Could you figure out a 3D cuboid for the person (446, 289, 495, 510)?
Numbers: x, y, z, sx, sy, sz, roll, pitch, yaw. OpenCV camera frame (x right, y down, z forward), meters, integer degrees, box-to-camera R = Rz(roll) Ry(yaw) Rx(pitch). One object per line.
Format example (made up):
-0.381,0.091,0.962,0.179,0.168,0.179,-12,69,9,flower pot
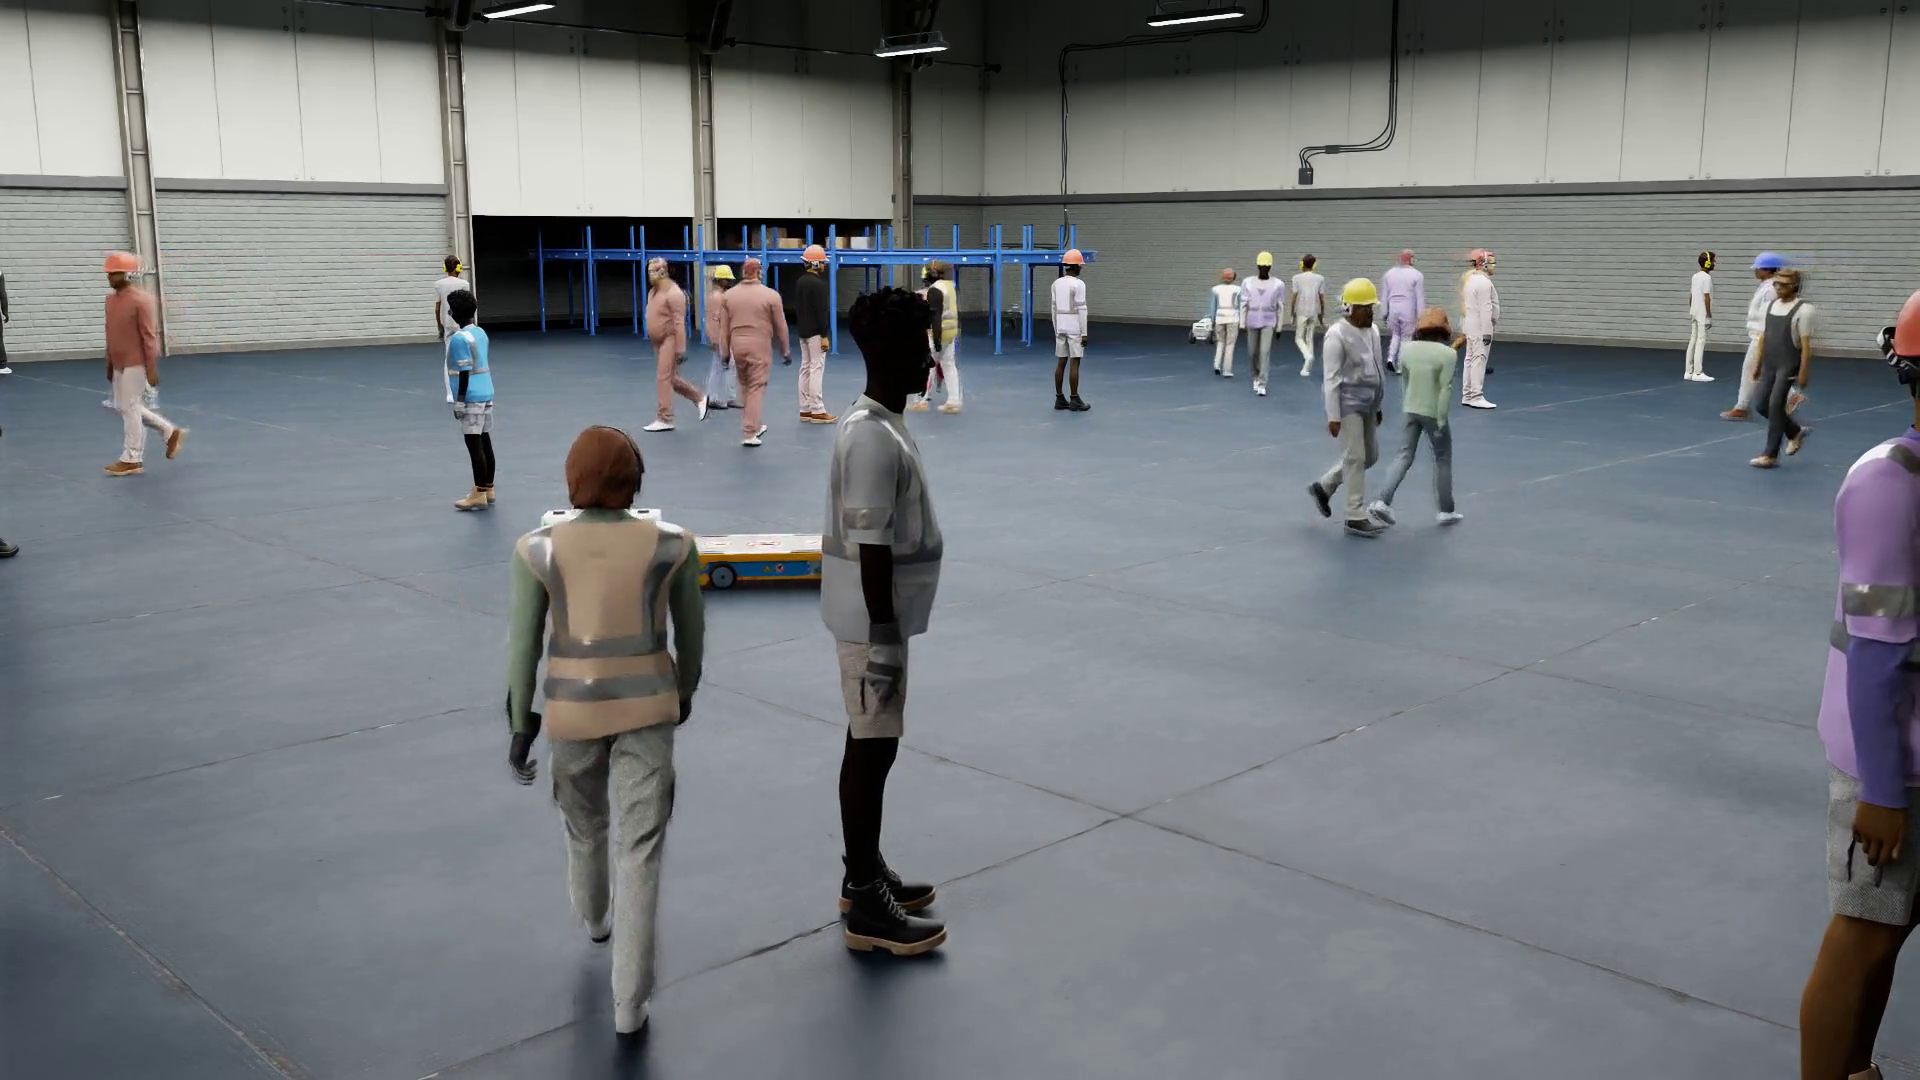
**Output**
-3.805,-1.096,12.939,0.322,1.697,0.532,0,10,2,person

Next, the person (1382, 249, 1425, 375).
6.764,-3.459,25.277,0.668,1.896,0.440,10,14,42,person

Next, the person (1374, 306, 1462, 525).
3.368,-0.906,12.166,0.739,1.606,0.492,-10,14,-42,person

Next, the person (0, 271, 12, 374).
-14.907,-3.505,25.469,0.590,1.921,0.391,-4,11,-19,person

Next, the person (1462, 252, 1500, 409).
6.434,-2.588,20.506,0.408,1.908,0.644,0,10,-1,person

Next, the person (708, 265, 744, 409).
-2.813,-2.463,20.280,0.658,1.746,0.527,0,10,-1,person

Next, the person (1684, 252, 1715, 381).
10.856,-3.271,24.328,0.329,1.873,0.516,-1,10,-3,person

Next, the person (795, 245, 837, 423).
-1.654,-2.339,18.906,0.381,1.994,0.621,-6,12,-30,person

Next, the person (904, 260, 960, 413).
-0.348,-2.432,19.903,0.785,1.814,0.644,4,11,19,person

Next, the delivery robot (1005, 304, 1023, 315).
1.280,-5.265,37.946,0.335,0.223,0.698,-6,12,-28,delivery robot

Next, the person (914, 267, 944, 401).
-0.362,-2.687,21.474,0.549,1.742,0.547,0,10,1,person

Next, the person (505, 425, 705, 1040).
-0.965,0.481,4.605,0.518,1.589,0.854,-1,10,-6,person

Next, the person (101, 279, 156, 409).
-10.181,-2.455,20.311,0.814,1.710,0.500,5,11,24,person

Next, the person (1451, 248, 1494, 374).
7.784,-3.487,25.399,0.821,1.918,0.552,-2,11,-12,person

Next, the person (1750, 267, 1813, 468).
7.593,-1.591,15.284,0.644,1.825,0.526,-4,11,-19,person

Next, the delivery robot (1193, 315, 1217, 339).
4.869,-4.191,32.784,0.477,0.478,0.707,7,12,31,delivery robot

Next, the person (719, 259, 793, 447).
-2.054,-1.915,16.954,0.661,1.869,0.935,4,11,20,person

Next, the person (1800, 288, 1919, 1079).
2.061,0.449,3.570,0.377,2.045,0.605,9,14,42,person

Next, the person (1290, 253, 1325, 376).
5.239,-3.381,24.997,0.546,1.845,0.614,-1,10,-7,person

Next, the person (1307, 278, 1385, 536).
2.784,-0.962,11.879,0.648,1.813,0.639,9,14,41,person

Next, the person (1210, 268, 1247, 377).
4.013,-3.245,24.851,0.520,1.627,0.383,7,12,32,person

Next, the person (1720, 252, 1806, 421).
9.242,-2.324,19.011,0.819,1.926,0.618,4,11,20,person

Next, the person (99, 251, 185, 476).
-7.382,-1.598,14.917,0.626,1.978,0.747,7,13,35,person

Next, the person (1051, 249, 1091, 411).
1.360,-2.555,20.241,0.356,1.937,0.552,-9,14,-40,person

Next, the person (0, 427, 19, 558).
-6.533,-0.835,10.863,0.545,1.938,0.358,1,10,3,person

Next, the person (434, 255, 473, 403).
-6.389,-2.674,21.095,0.518,1.865,0.326,2,11,12,person

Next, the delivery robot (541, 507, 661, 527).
-2.222,-0.068,10.316,0.707,0.478,0.477,-1,10,-4,delivery robot

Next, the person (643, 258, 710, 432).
-3.128,-2.153,18.227,0.791,1.880,0.654,-7,12,-33,person

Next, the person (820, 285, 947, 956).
-0.233,0.226,4.998,0.371,1.966,0.608,-1,10,-3,person

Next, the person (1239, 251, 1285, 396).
4.065,-2.924,22.360,0.583,1.904,0.839,3,11,18,person

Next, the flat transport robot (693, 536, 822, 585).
-1.138,0.113,10.357,1.431,0.197,0.652,-1,10,-4,flat transport robot
